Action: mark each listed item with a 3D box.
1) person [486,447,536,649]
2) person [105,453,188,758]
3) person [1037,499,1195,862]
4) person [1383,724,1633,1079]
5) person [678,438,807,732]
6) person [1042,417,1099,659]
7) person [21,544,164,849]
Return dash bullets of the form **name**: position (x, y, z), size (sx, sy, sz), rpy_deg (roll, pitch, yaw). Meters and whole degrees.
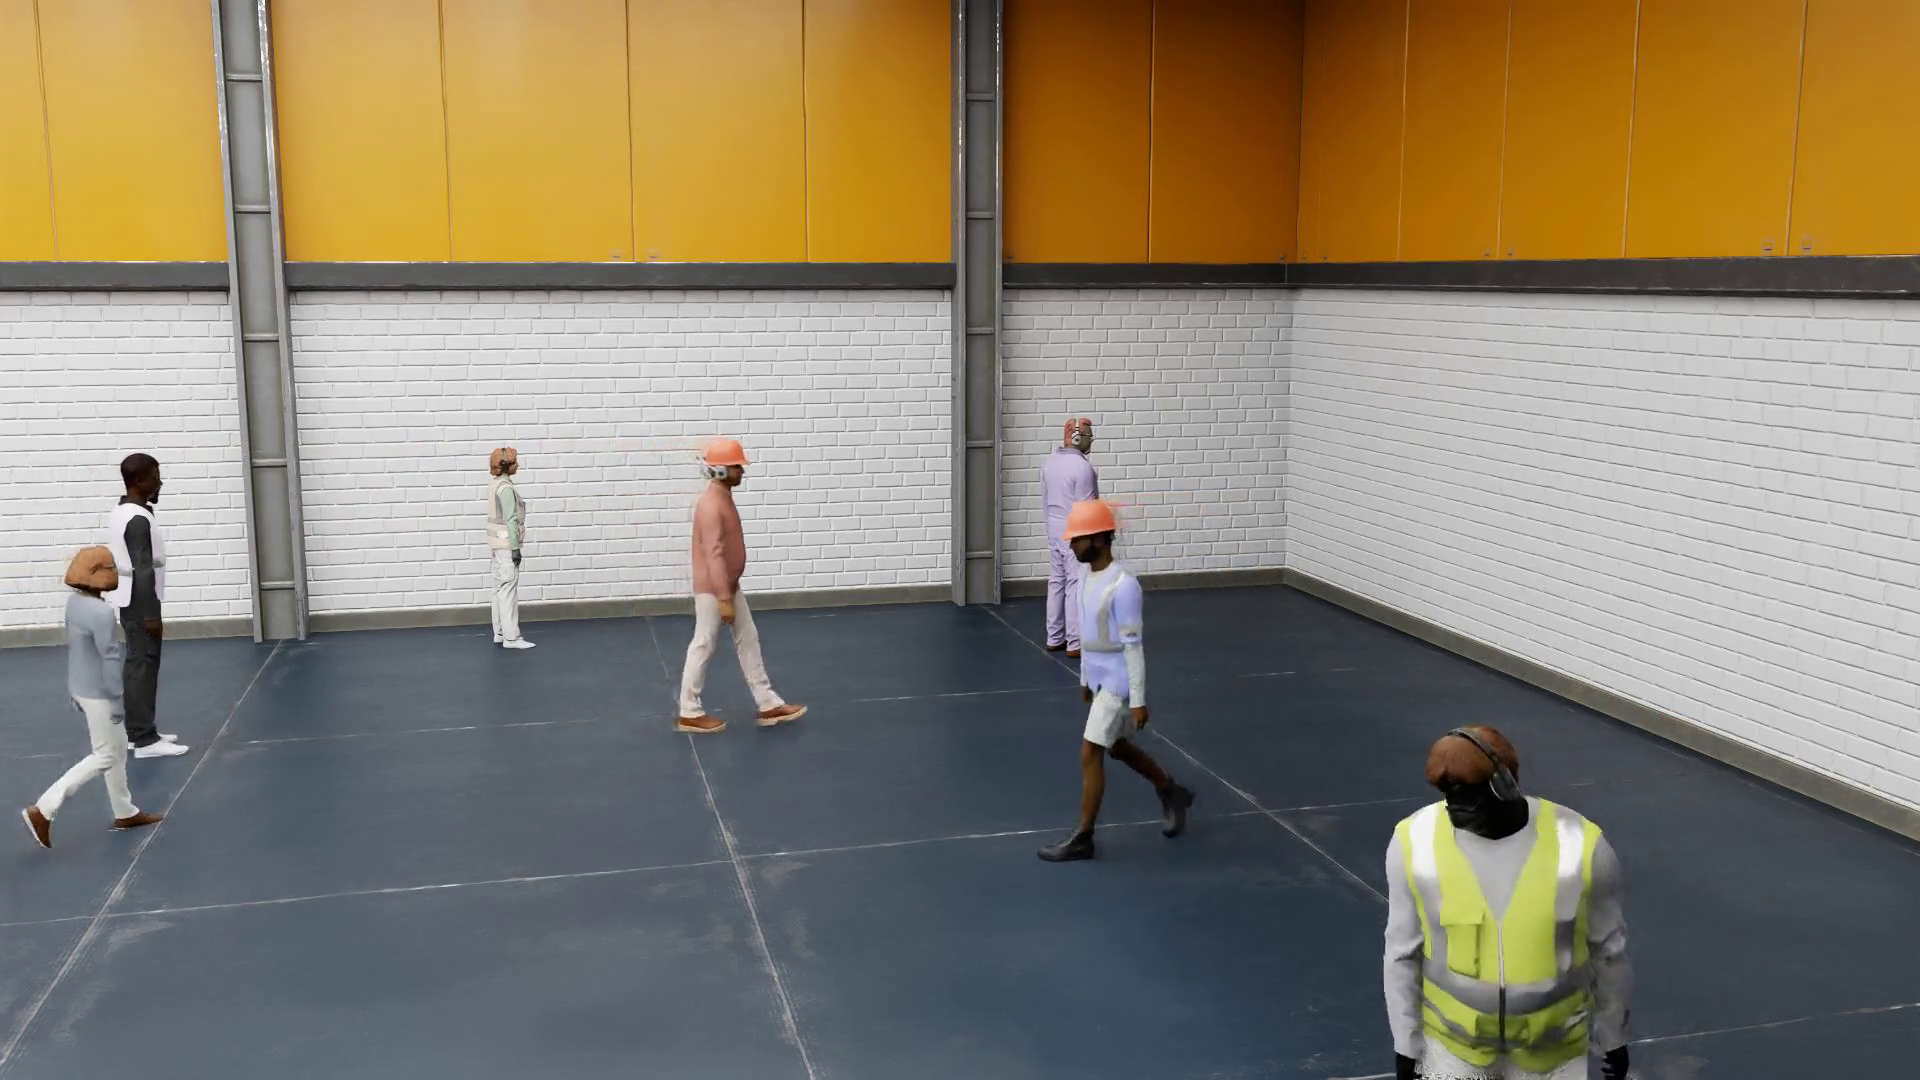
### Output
- **person**: position (-3.674, 0.065, 13.486), size (0.308, 1.640, 0.511), rpy_deg (-5, 10, -30)
- **person**: position (-5.167, 0.421, 10.477), size (0.373, 1.891, 0.597), rpy_deg (-6, 11, -34)
- **person**: position (0.861, 0.716, 8.675), size (0.910, 1.894, 0.585), rpy_deg (-3, 10, -19)
- **person**: position (1.570, 1.404, 4.658), size (0.762, 1.807, 0.433), rpy_deg (3, 10, 18)
- **person**: position (-1.445, 0.312, 10.923), size (0.938, 1.957, 0.658), rpy_deg (0, 9, 3)
- **person**: position (0.913, -0.020, 13.198), size (0.400, 1.903, 0.645), rpy_deg (-5, 10, -26)
- **person**: position (-4.650, 0.828, 8.832), size (0.508, 1.613, 0.680), rpy_deg (9, 13, 43)
